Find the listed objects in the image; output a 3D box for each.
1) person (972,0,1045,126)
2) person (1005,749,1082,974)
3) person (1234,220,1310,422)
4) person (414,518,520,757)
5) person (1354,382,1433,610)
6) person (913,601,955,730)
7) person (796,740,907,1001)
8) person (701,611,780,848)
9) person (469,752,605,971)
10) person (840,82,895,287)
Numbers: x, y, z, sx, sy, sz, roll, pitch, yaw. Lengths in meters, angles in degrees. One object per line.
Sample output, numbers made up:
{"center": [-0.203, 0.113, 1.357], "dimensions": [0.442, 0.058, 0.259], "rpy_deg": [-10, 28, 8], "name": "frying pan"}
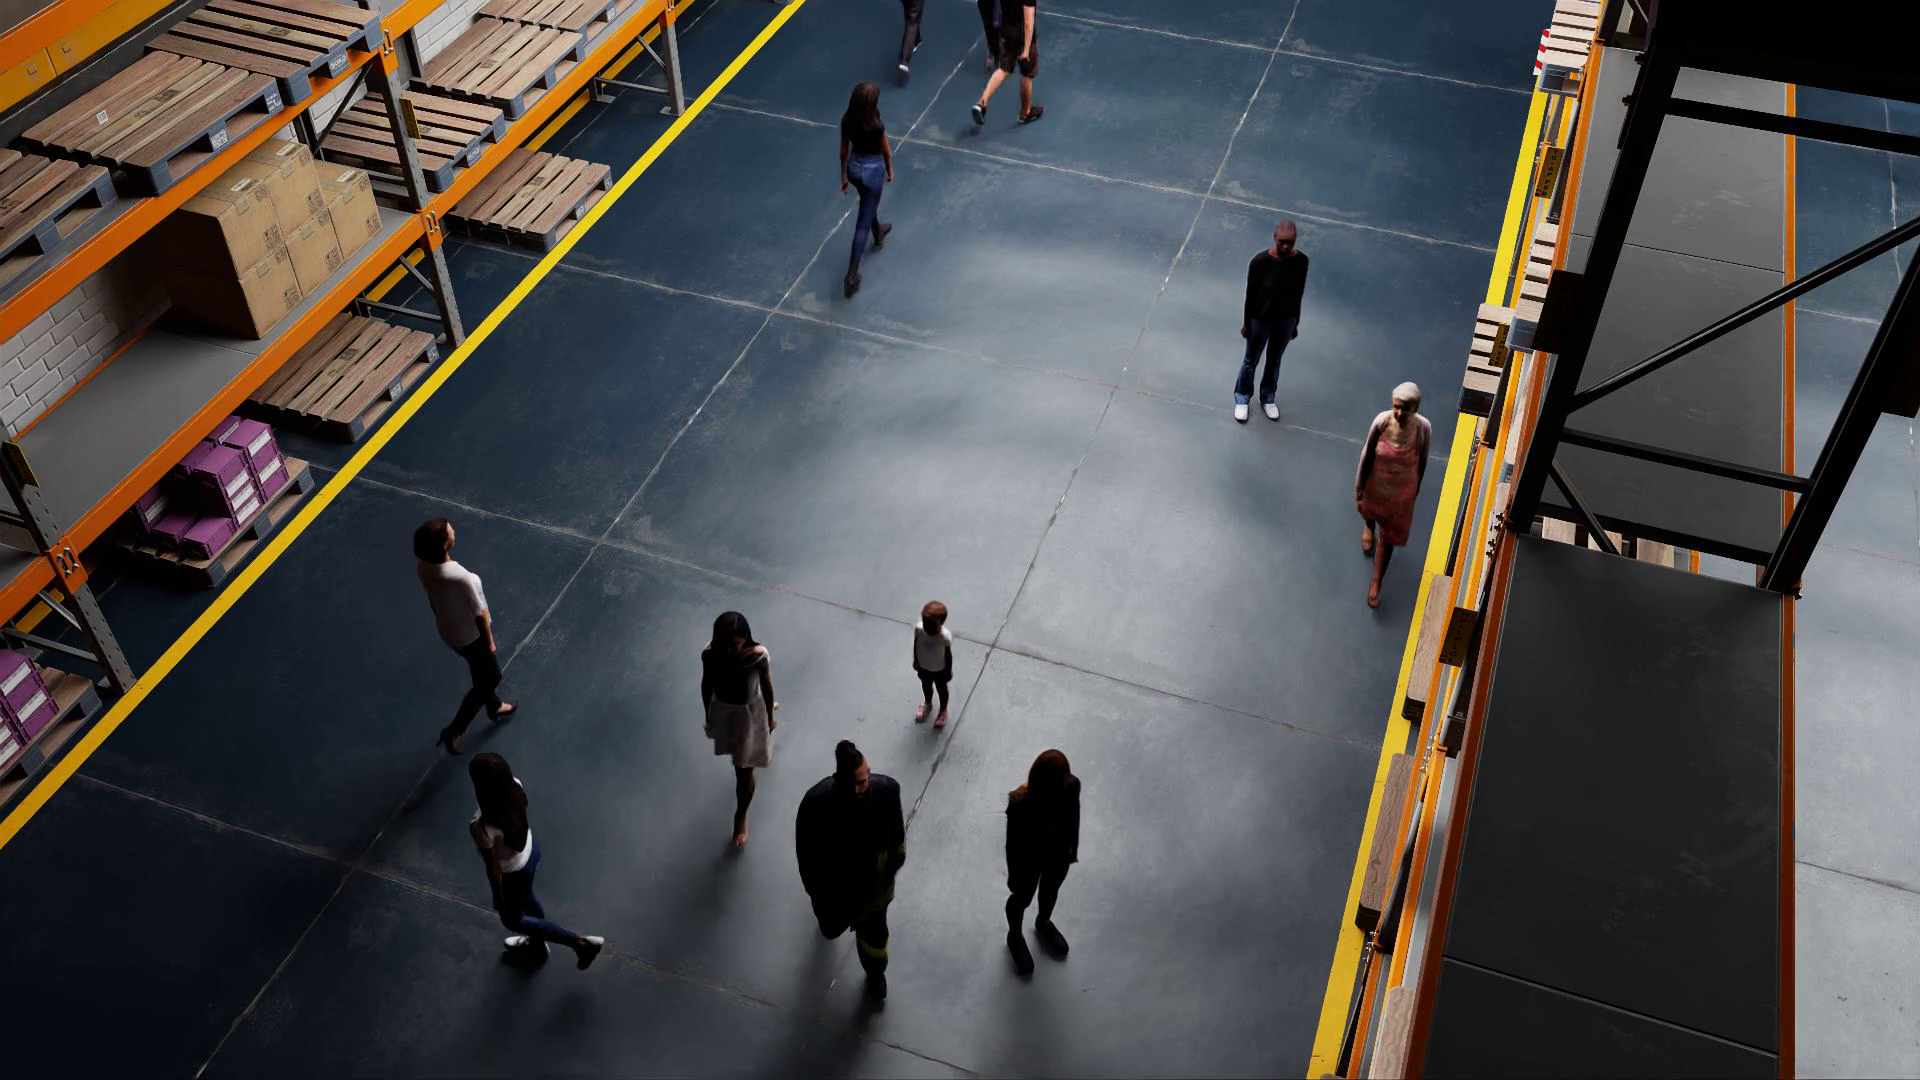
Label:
{"center": [0.462, -4.717, 15.626], "dimensions": [1.168, 1.842, 0.973], "rpy_deg": [-30, 51, -28], "name": "person"}
{"center": [0.421, 1.684, 9.004], "dimensions": [0.681, 1.708, 0.741], "rpy_deg": [-18, 46, -18], "name": "person"}
{"center": [2.338, -1.665, 12.491], "dimensions": [0.675, 1.747, 0.678], "rpy_deg": [-3, 44, -4], "name": "person"}
{"center": [-3.058, 0.639, 10.054], "dimensions": [0.754, 1.773, 0.971], "rpy_deg": [26, 49, 25], "name": "person"}
{"center": [2.898, -0.435, 11.275], "dimensions": [0.645, 1.643, 1.096], "rpy_deg": [11, 45, 11], "name": "person"}
{"center": [-0.164, 0.754, 10.477], "dimensions": [0.445, 1.022, 0.456], "rpy_deg": [20, 47, 20], "name": "person"}
{"center": [-0.592, 1.680, 8.913], "dimensions": [1.009, 1.839, 1.112], "rpy_deg": [-8, 44, -9], "name": "person"}
{"center": [-1.257, 0.984, 9.712], "dimensions": [0.755, 1.744, 1.133], "rpy_deg": [6, 44, 6], "name": "person"}
{"center": [-2.288, 1.765, 8.878], "dimensions": [0.766, 1.765, 0.860], "rpy_deg": [6, 44, 6], "name": "person"}
{"center": [-0.804, -2.925, 13.862], "dimensions": [0.541, 1.680, 1.235], "rpy_deg": [13, 45, 13], "name": "person"}
